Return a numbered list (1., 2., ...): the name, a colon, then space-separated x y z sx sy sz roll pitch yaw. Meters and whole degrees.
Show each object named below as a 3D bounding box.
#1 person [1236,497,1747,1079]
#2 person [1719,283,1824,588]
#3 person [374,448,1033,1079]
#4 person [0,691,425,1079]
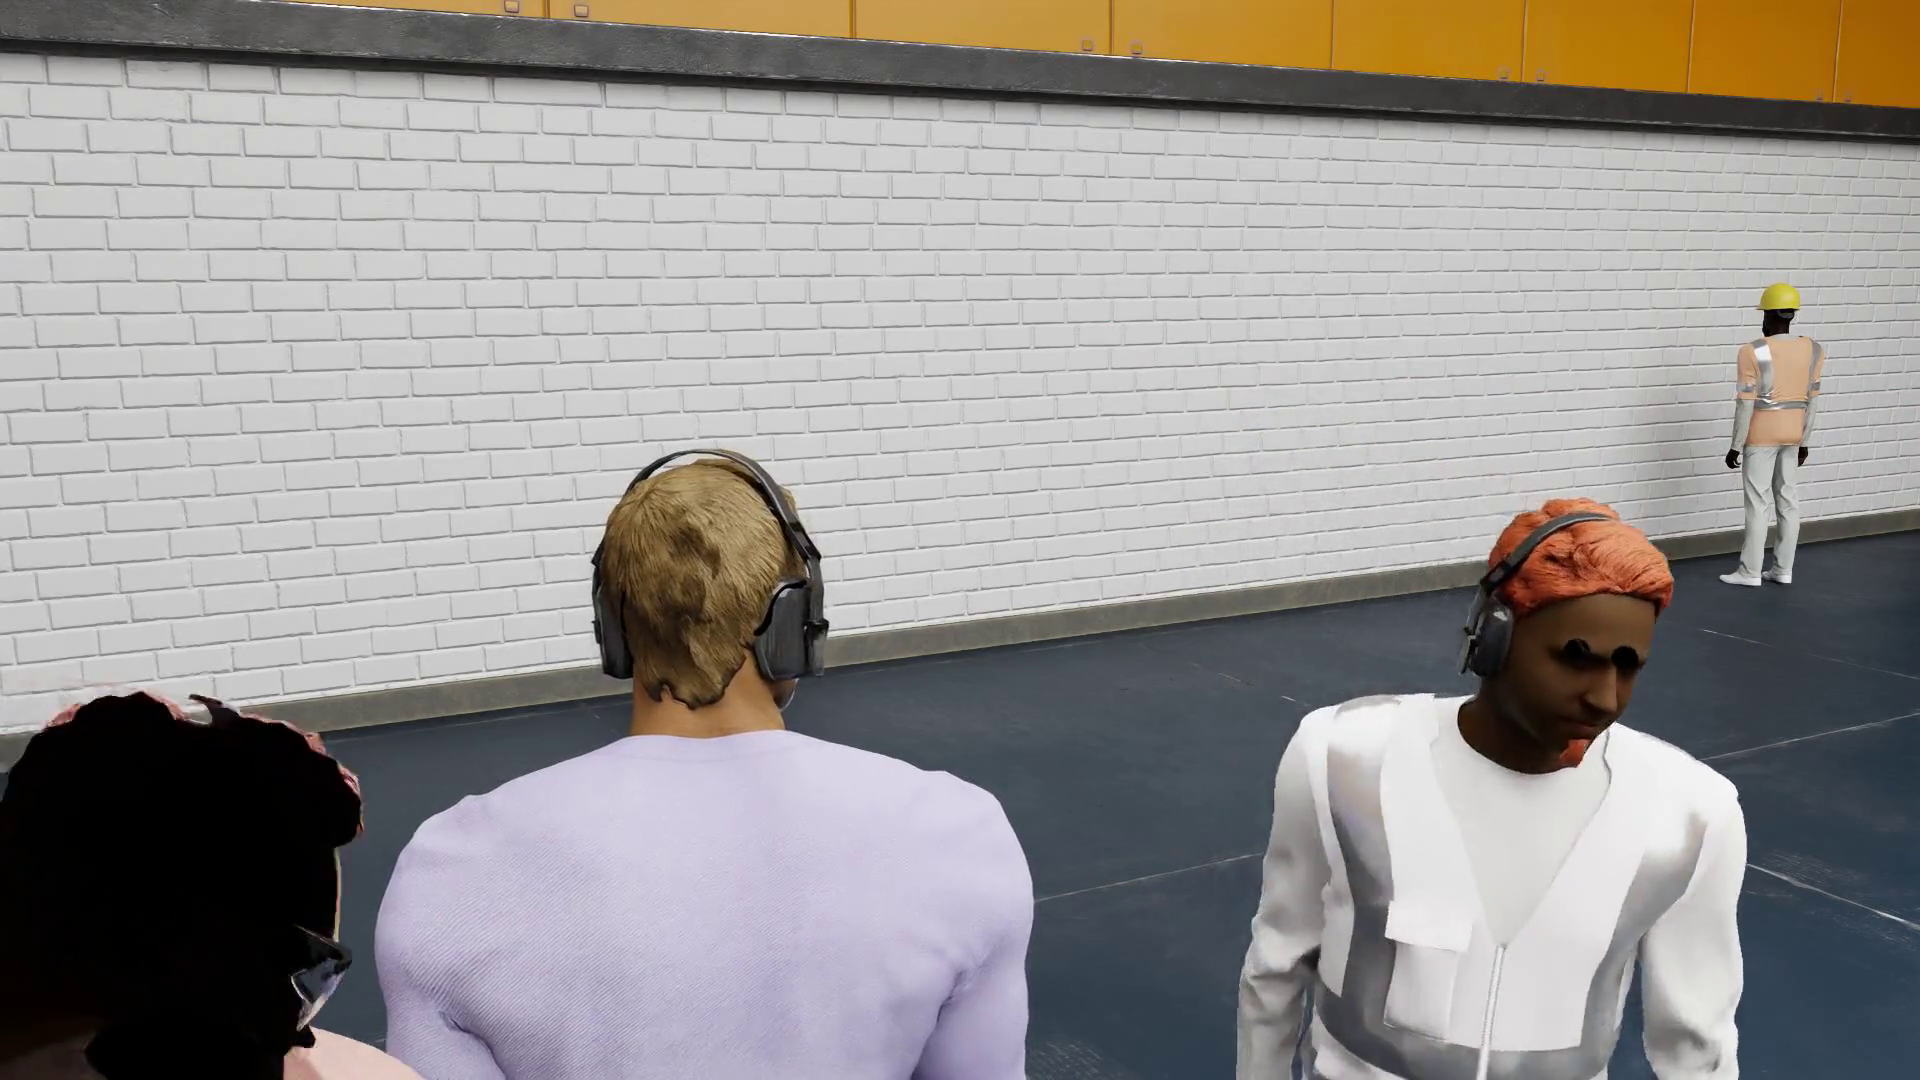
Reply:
1. person: 0.671 0.843 2.189 0.596 1.829 0.810 1 10 7
2. person: 5.127 -0.652 10.526 0.587 1.927 0.364 -3 10 -14
3. person: -0.238 0.874 1.712 0.631 1.935 0.362 -2 10 -10
4. person: -0.617 1.005 1.142 0.595 1.873 0.663 9 13 41
